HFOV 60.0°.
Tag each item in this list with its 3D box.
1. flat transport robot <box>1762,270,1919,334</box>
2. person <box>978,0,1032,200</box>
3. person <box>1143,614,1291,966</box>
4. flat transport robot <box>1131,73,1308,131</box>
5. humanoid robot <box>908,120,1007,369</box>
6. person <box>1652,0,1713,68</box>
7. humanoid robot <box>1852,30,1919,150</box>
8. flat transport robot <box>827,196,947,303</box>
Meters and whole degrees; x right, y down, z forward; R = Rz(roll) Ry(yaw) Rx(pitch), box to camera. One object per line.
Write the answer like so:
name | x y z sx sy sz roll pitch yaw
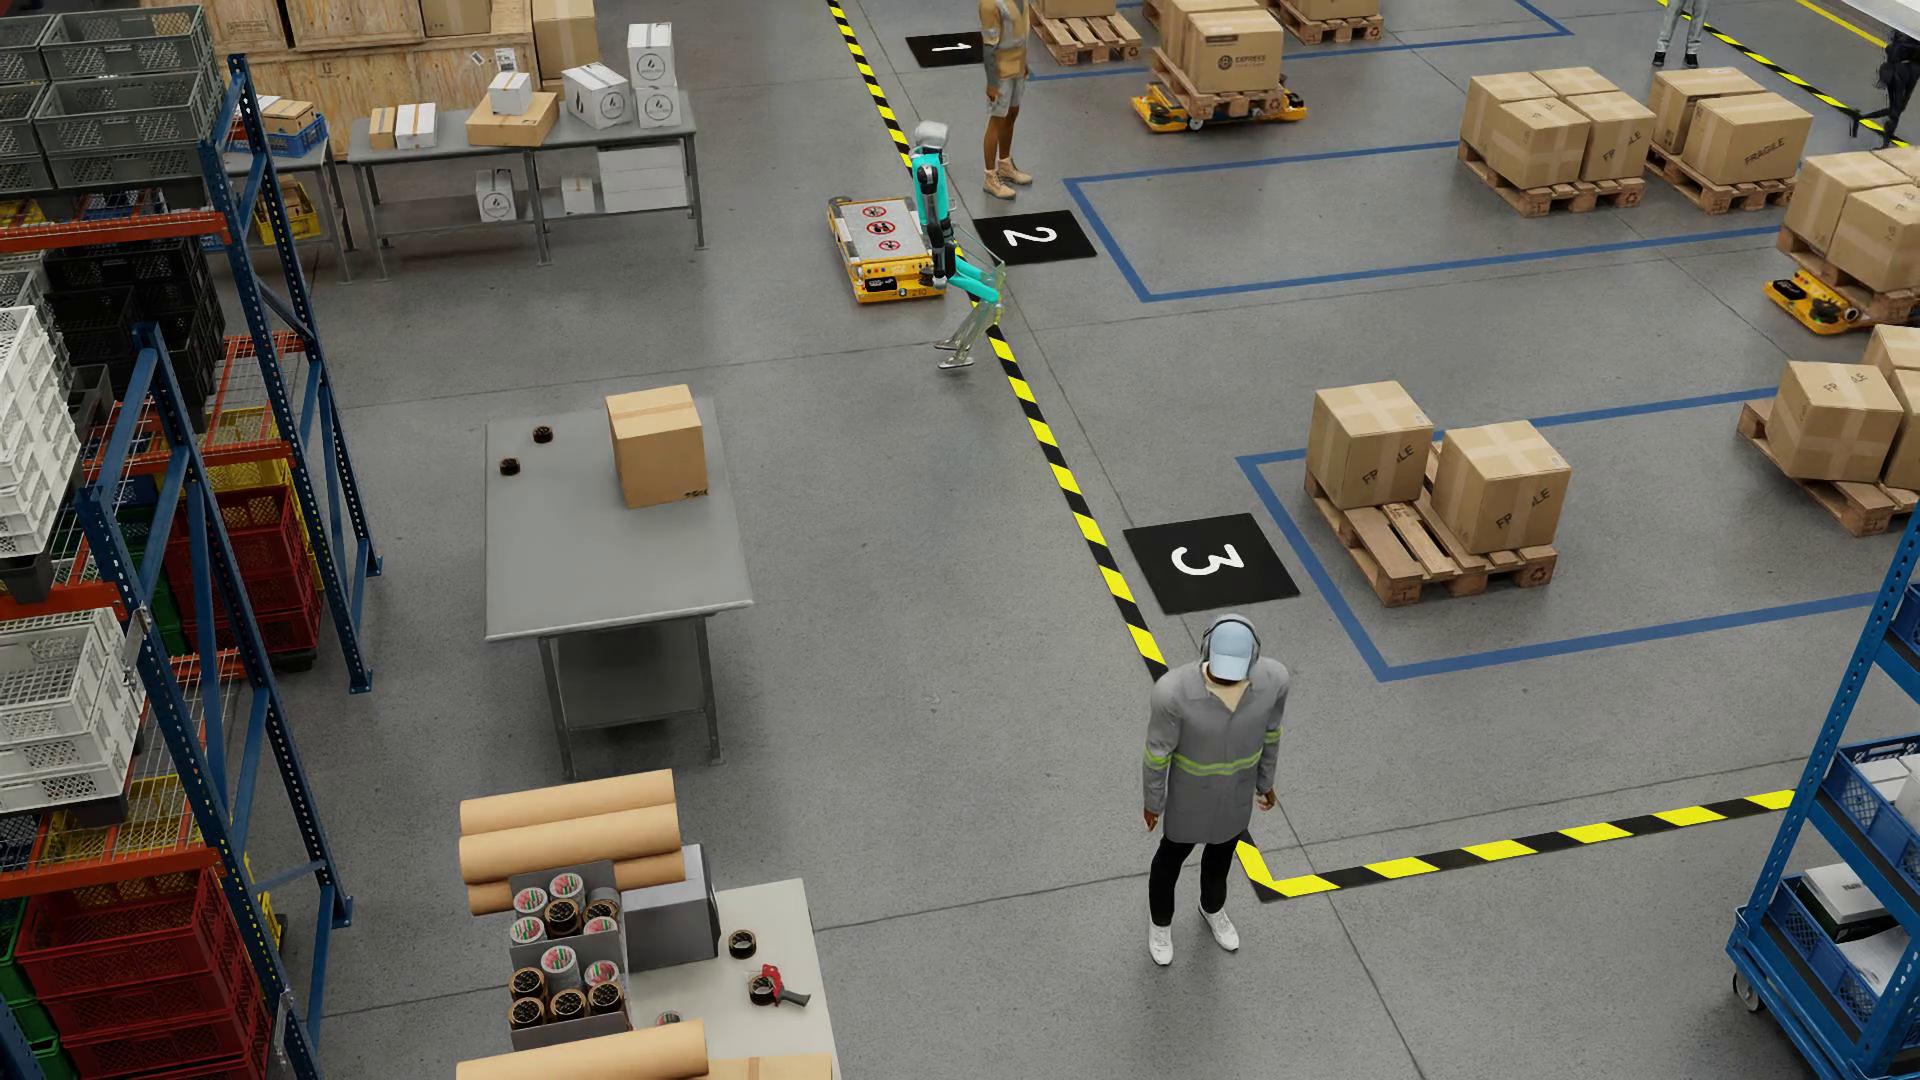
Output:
flat transport robot | 6.608 -1.791 11.937 1.431 0.197 0.652 -8 37 -10
person | 0.391 -3.700 13.042 0.376 2.041 0.614 18 40 23
person | 1.038 1.030 6.843 0.595 1.849 0.384 -8 37 -11
flat transport robot | 2.302 -3.902 14.774 1.431 0.197 0.652 -8 37 -10
humanoid robot | 0.045 -1.899 10.762 0.735 1.677 0.533 -1 37 -1
person | 6.831 -5.287 15.345 0.597 1.836 0.404 7 37 10
humanoid robot | 7.806 -4.011 13.777 0.590 1.632 0.612 -15 39 -19
flat transport robot | -0.570 -2.220 12.538 0.659 0.231 1.431 -8 37 -10
